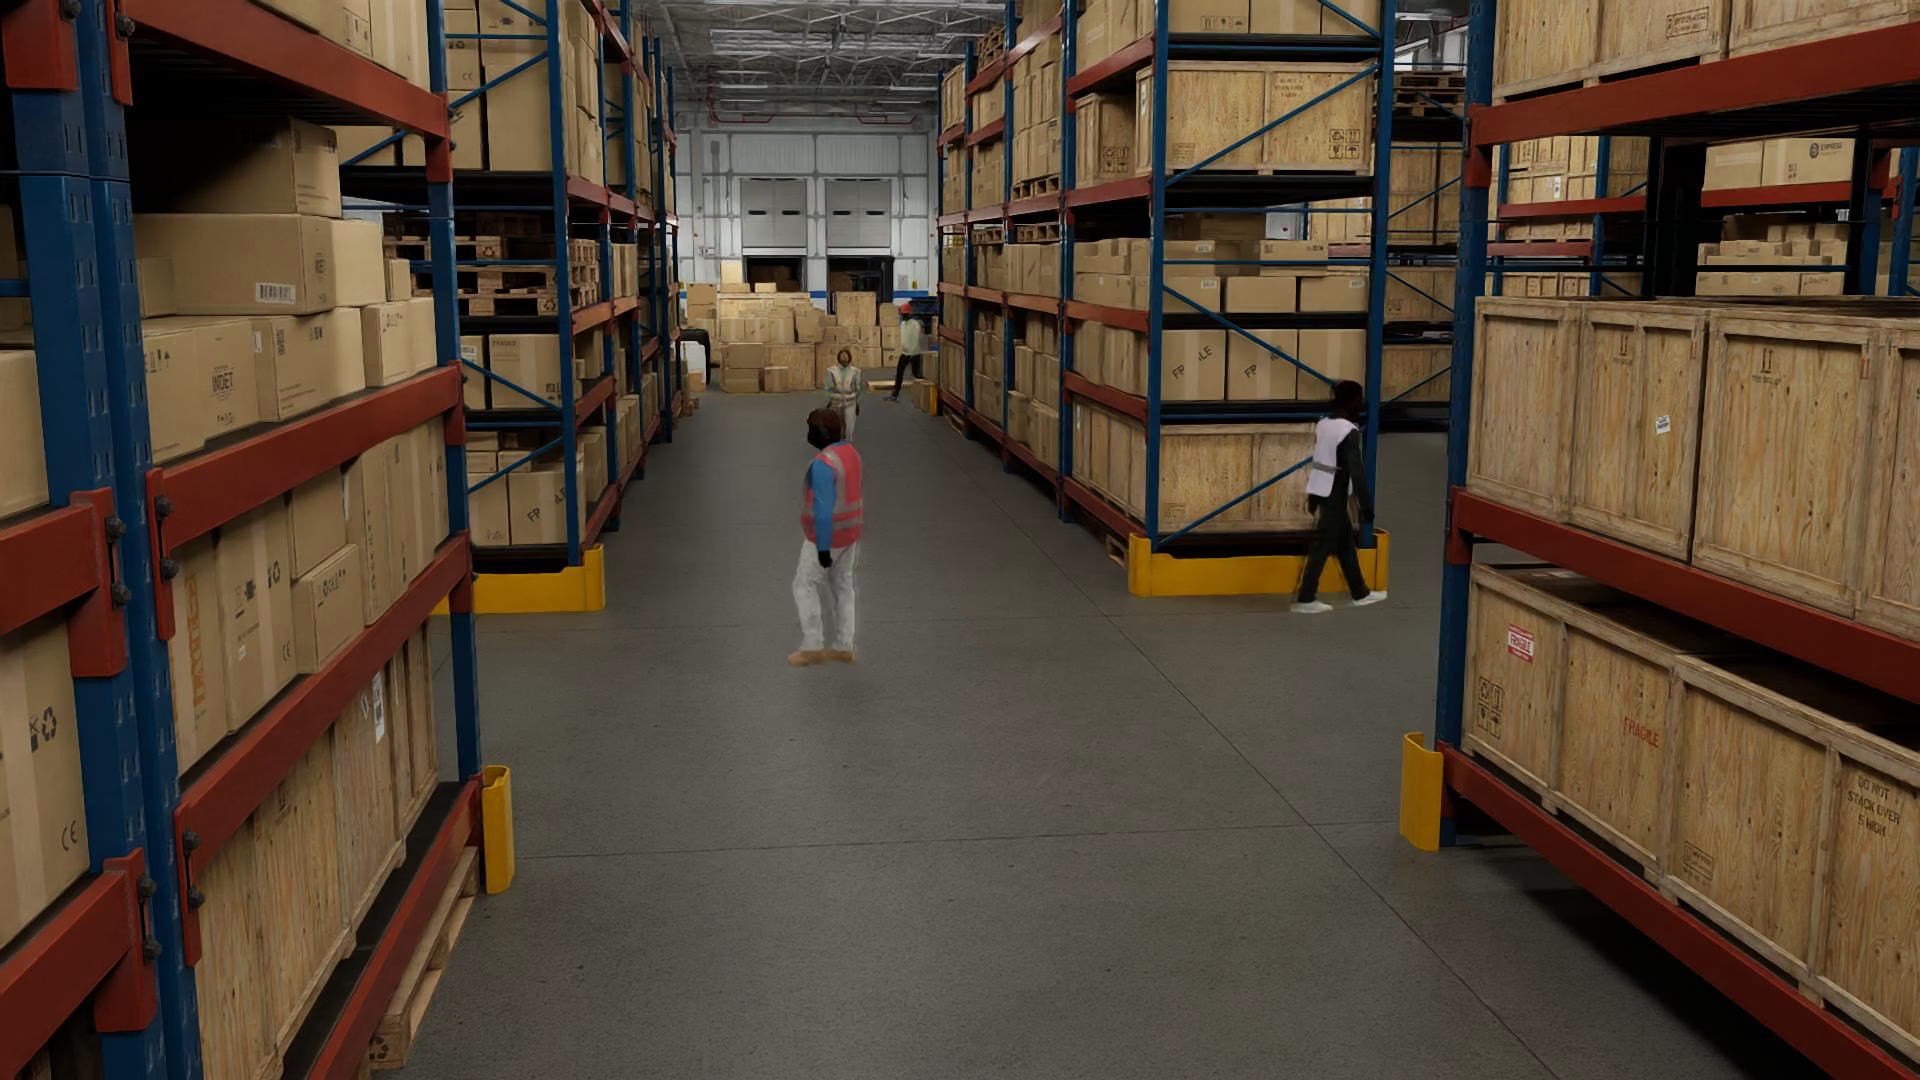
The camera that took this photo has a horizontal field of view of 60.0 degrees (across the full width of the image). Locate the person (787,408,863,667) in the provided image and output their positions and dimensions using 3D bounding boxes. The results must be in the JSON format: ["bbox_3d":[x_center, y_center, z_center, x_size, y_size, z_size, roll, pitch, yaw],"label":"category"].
[{"bbox_3d":[-0.980,-0.018,11.736,0.581,1.825,0.645,4,11,22],"label":"person"}]

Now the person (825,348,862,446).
[{"bbox_3d":[-1.629,-1.889,23.264,0.512,1.609,0.755,0,10,-2],"label":"person"}]

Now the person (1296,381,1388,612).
[{"bbox_3d":[3.150,-0.343,13.454,0.920,1.877,0.617,-2,10,-9],"label":"person"}]

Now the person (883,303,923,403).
[{"bbox_3d":[-1.069,-3.617,32.324,0.966,1.946,0.616,-8,13,-39],"label":"person"}]

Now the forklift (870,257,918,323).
[{"bbox_3d":[-2.263,-6.937,48.952,1.873,2.768,1.129,-6,11,-31],"label":"forklift"}]

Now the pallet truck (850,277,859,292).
[{"bbox_3d":[-3.782,-9.391,65.808,1.885,1.965,0.823,2,10,10],"label":"pallet truck"}]

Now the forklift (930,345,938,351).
[{"bbox_3d":[0.327,-4.295,33.572,1.129,2.768,1.873,7,12,37],"label":"forklift"}]
